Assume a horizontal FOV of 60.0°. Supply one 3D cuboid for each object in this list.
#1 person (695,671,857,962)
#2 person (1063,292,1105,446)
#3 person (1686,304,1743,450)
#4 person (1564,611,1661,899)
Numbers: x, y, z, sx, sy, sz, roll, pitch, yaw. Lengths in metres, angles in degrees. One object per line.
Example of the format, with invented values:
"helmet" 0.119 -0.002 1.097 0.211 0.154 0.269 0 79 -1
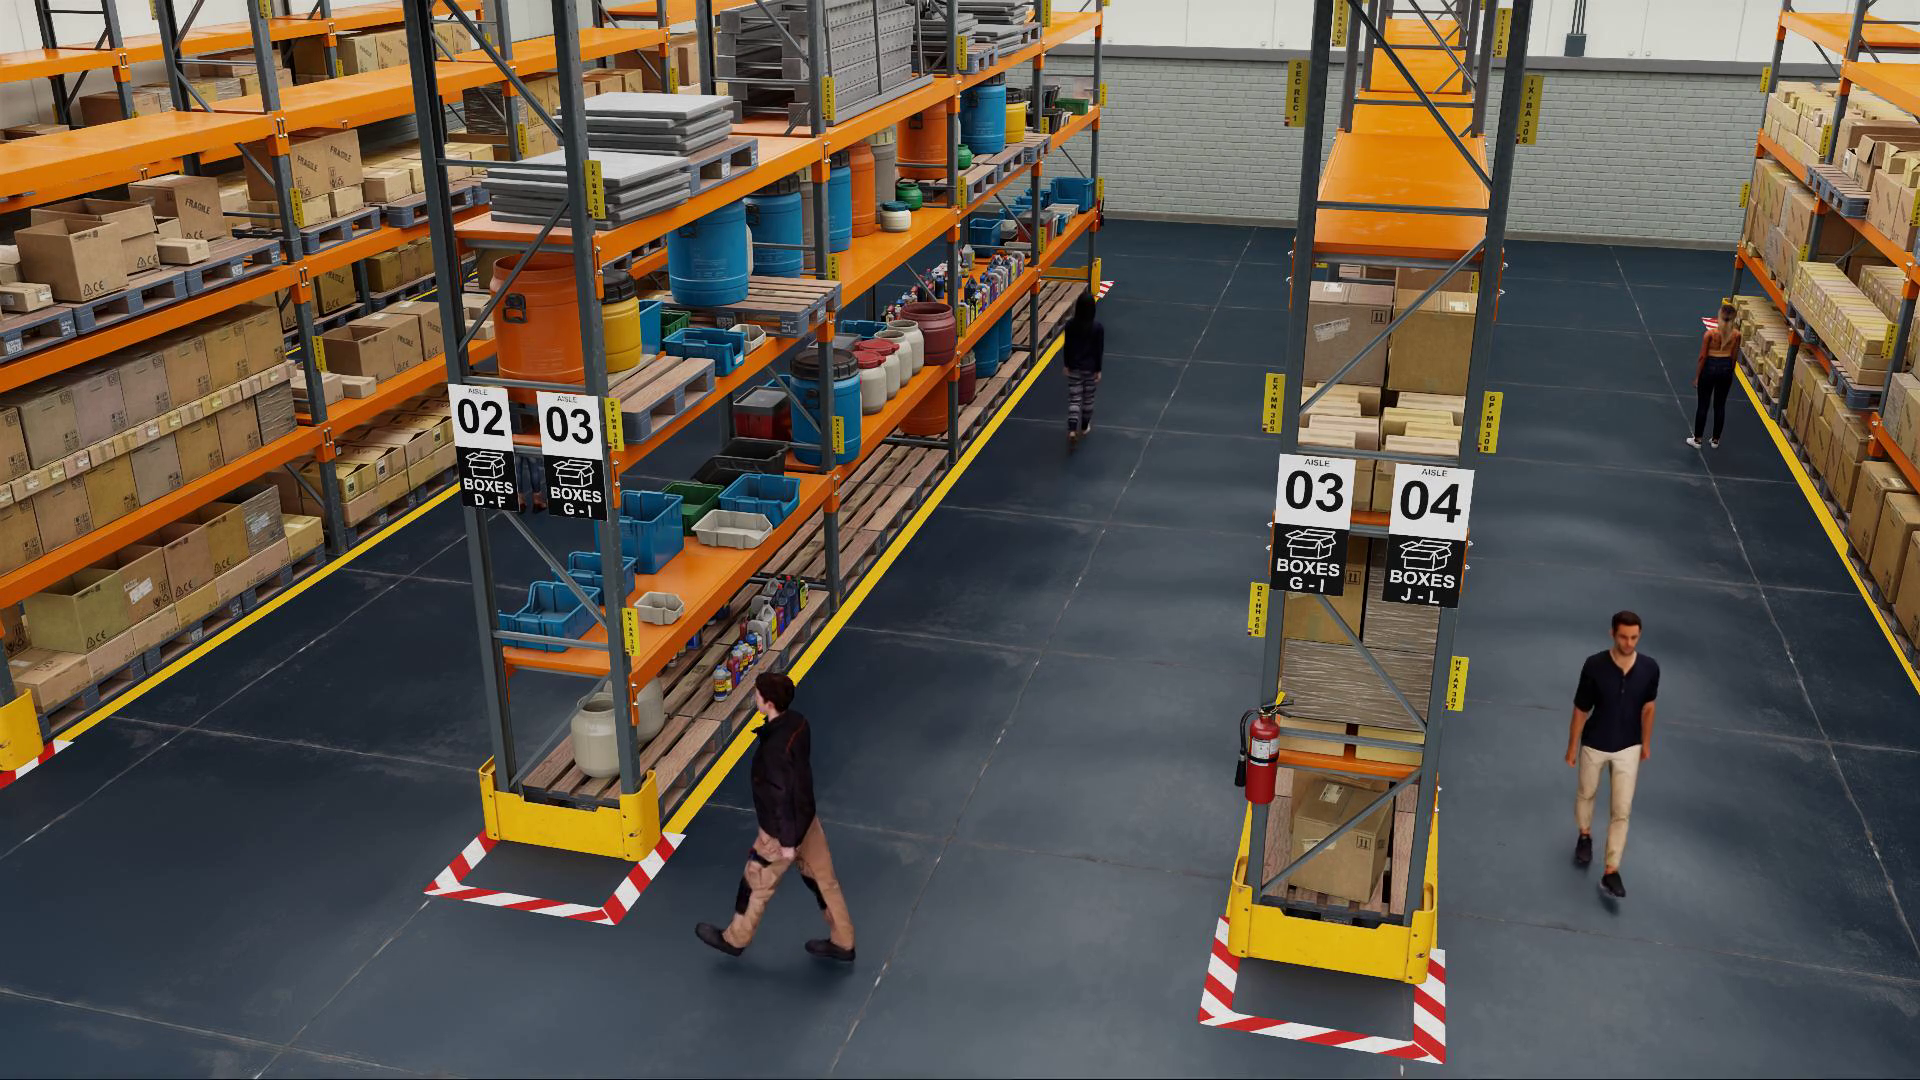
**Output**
"person" -0.906 1.666 9.589 0.800 1.871 1.121 5 23 12
"person" 1.340 -1.883 18.484 0.613 1.706 1.011 5 23 13
"person" 8.370 -1.812 18.413 0.608 1.629 0.570 2 22 4
"person" 4.133 1.268 10.617 0.686 1.830 0.998 5 23 13
